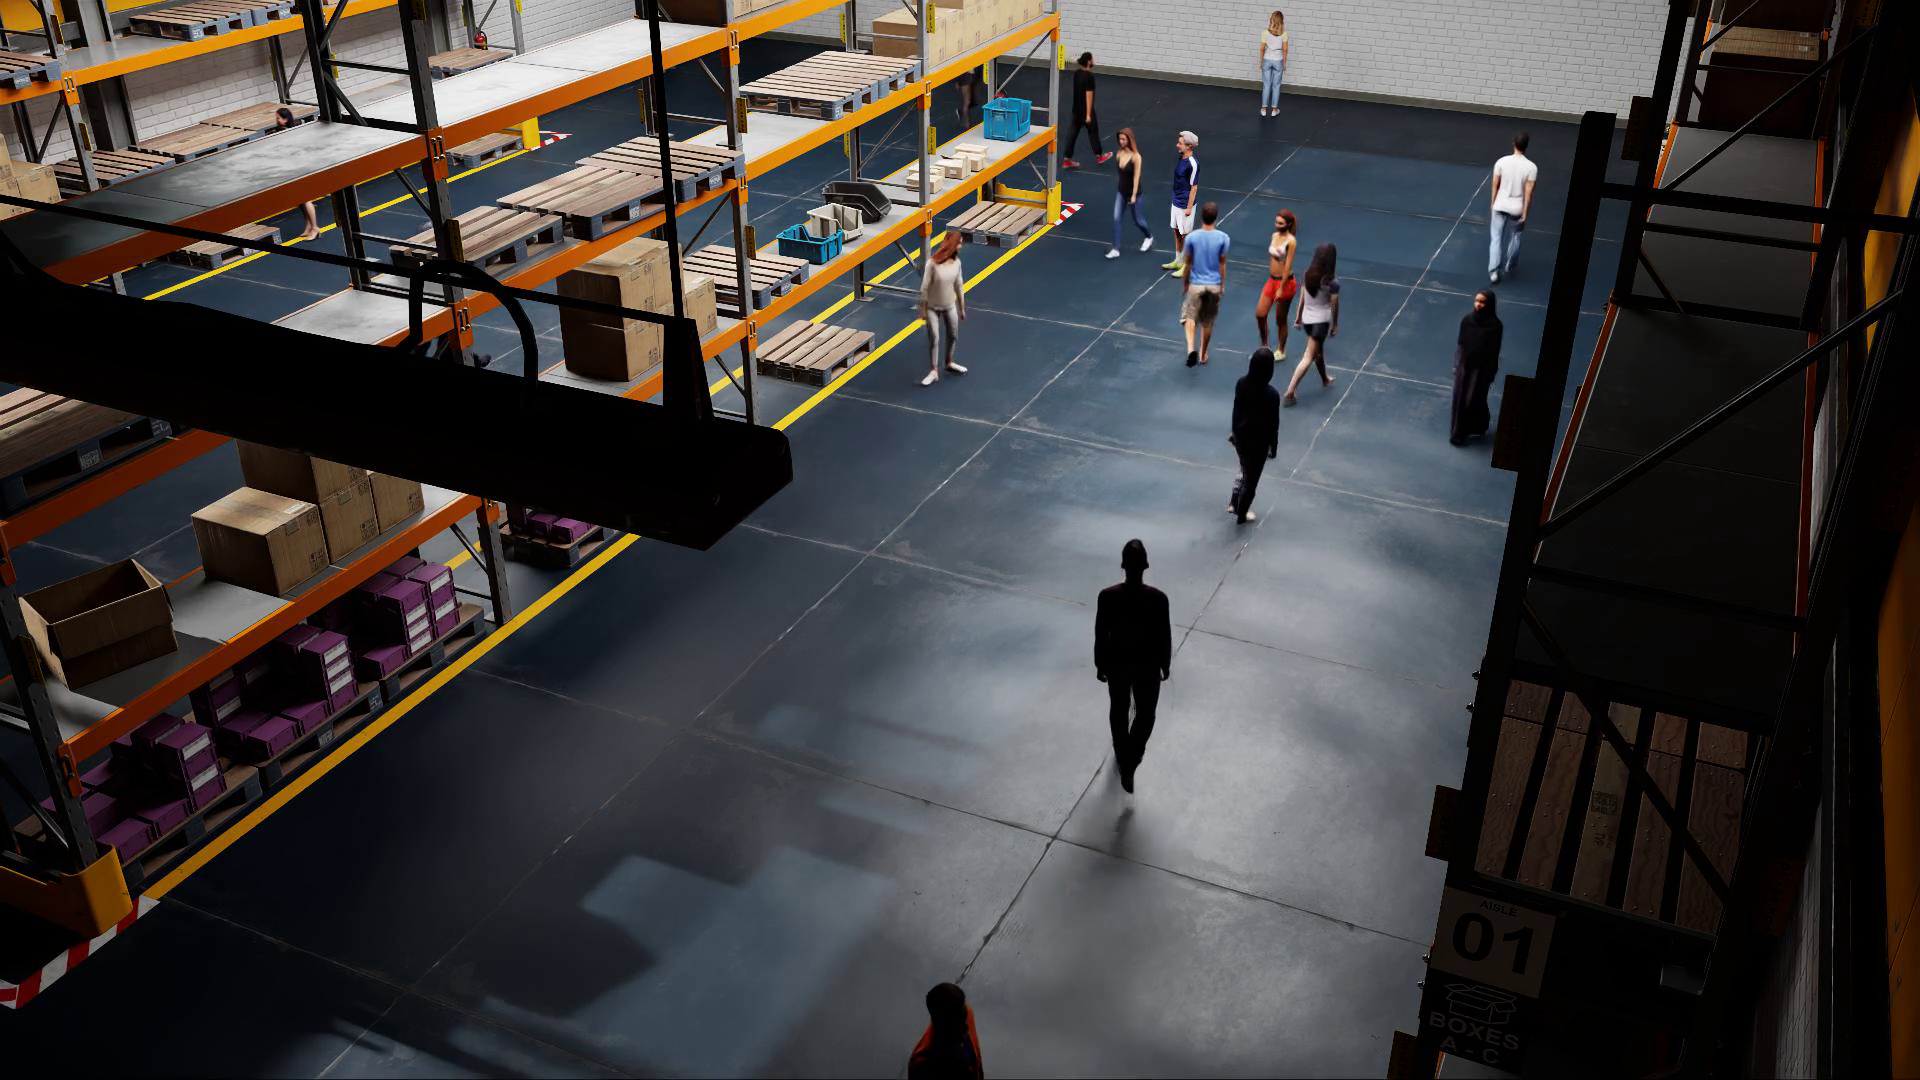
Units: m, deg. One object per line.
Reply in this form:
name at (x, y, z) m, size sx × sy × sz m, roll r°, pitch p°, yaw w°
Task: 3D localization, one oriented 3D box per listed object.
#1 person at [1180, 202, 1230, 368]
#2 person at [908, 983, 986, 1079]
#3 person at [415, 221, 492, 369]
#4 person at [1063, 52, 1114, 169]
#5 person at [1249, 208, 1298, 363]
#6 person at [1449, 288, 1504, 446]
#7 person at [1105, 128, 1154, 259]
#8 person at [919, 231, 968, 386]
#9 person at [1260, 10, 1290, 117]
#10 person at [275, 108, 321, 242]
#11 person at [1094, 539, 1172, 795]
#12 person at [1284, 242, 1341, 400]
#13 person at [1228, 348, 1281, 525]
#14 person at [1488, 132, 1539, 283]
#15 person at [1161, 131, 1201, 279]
person at (2.666, -2.737, 18.170) m, size 0.819 × 1.838 × 1.020 m, roll 3°, pitch 29°, yaw 5°
person at (-0.155, 2.815, 8.024) m, size 0.759 × 1.808 × 1.152 m, roll 11°, pitch 30°, yaw 19°
person at (-5.628, -2.439, 17.687) m, size 0.782 × 1.778 × 1.251 m, roll 17°, pitch 33°, yaw 29°
person at (1.793, -6.440, 25.089) m, size 1.201 × 1.714 × 1.028 m, roll -17°, pitch 33°, yaw -29°
person at (3.609, -2.802, 18.362) m, size 0.790 × 1.769 × 0.723 m, roll -16°, pitch 32°, yaw -26°
person at (5.188, -1.748, 16.600) m, size 0.731 × 1.606 × 0.851 m, roll 24°, pitch 36°, yaw 36°
person at (2.256, -4.501, 21.560) m, size 0.794 × 1.689 × 1.095 m, roll 25°, pitch 37°, yaw 37°
person at (-0.251, -2.498, 17.902) m, size 0.797 × 1.677 × 0.871 m, roll -4°, pitch 29°, yaw -7°
person at (5.268, -8.014, 27.965) m, size 0.666 × 1.723 × 0.613 m, roll 7°, pitch 29°, yaw 12°
person at (-8.848, -4.878, 22.168) m, size 0.795 × 1.769 × 0.773 m, roll -19°, pitch 34°, yaw -31°
person at (1.193, 0.895, 11.503) m, size 0.800 × 1.848 × 1.085 m, roll 7°, pitch 29°, yaw 12°
person at (3.688, -2.242, 17.455) m, size 1.191 × 1.655 × 0.910 m, roll -23°, pitch 36°, yaw -35°
person at (2.572, -0.897, 14.916) m, size 0.741 × 1.725 × 0.729 m, roll -24°, pitch 37°, yaw -36°
person at (6.822, -4.107, 20.688) m, size 0.679 × 1.832 × 0.970 m, roll 11°, pitch 30°, yaw 19°
person at (2.820, -4.238, 20.922) m, size 0.780 × 1.839 × 0.706 m, roll -8°, pitch 30°, yaw -14°
